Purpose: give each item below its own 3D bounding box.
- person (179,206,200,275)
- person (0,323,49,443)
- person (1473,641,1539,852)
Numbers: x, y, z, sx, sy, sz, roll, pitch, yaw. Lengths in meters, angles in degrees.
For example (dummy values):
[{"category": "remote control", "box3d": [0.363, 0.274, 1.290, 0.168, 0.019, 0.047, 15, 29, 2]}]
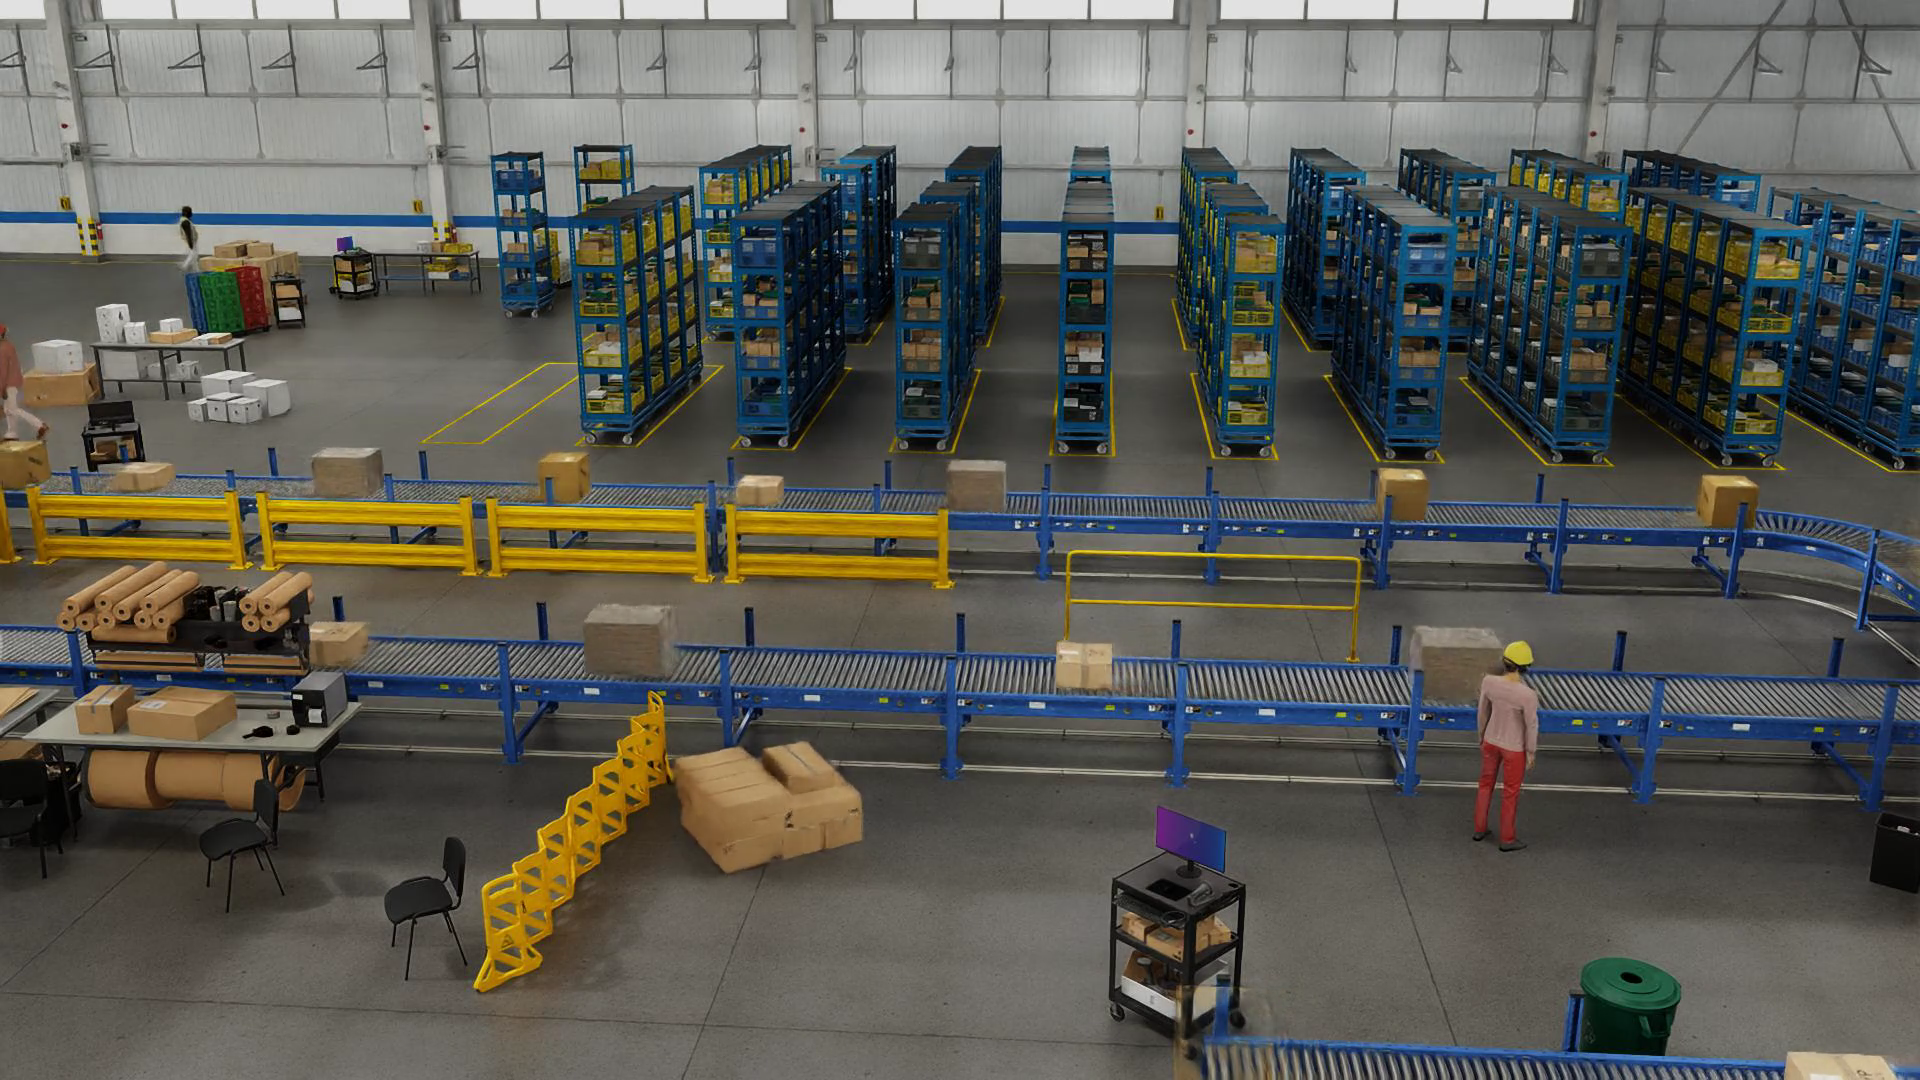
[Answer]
[{"category": "person", "box3d": [-19.944, -7.713, 43.036, 0.490, 1.831, 0.649, -6, 19, -19]}, {"category": "person", "box3d": [-14.899, -2.472, 26.197, 0.736, 1.978, 0.676, -6, 18, -17]}, {"category": "person", "box3d": [4.422, 1.650, 13.435, 0.313, 1.767, 0.533, -13, 22, -36]}]
